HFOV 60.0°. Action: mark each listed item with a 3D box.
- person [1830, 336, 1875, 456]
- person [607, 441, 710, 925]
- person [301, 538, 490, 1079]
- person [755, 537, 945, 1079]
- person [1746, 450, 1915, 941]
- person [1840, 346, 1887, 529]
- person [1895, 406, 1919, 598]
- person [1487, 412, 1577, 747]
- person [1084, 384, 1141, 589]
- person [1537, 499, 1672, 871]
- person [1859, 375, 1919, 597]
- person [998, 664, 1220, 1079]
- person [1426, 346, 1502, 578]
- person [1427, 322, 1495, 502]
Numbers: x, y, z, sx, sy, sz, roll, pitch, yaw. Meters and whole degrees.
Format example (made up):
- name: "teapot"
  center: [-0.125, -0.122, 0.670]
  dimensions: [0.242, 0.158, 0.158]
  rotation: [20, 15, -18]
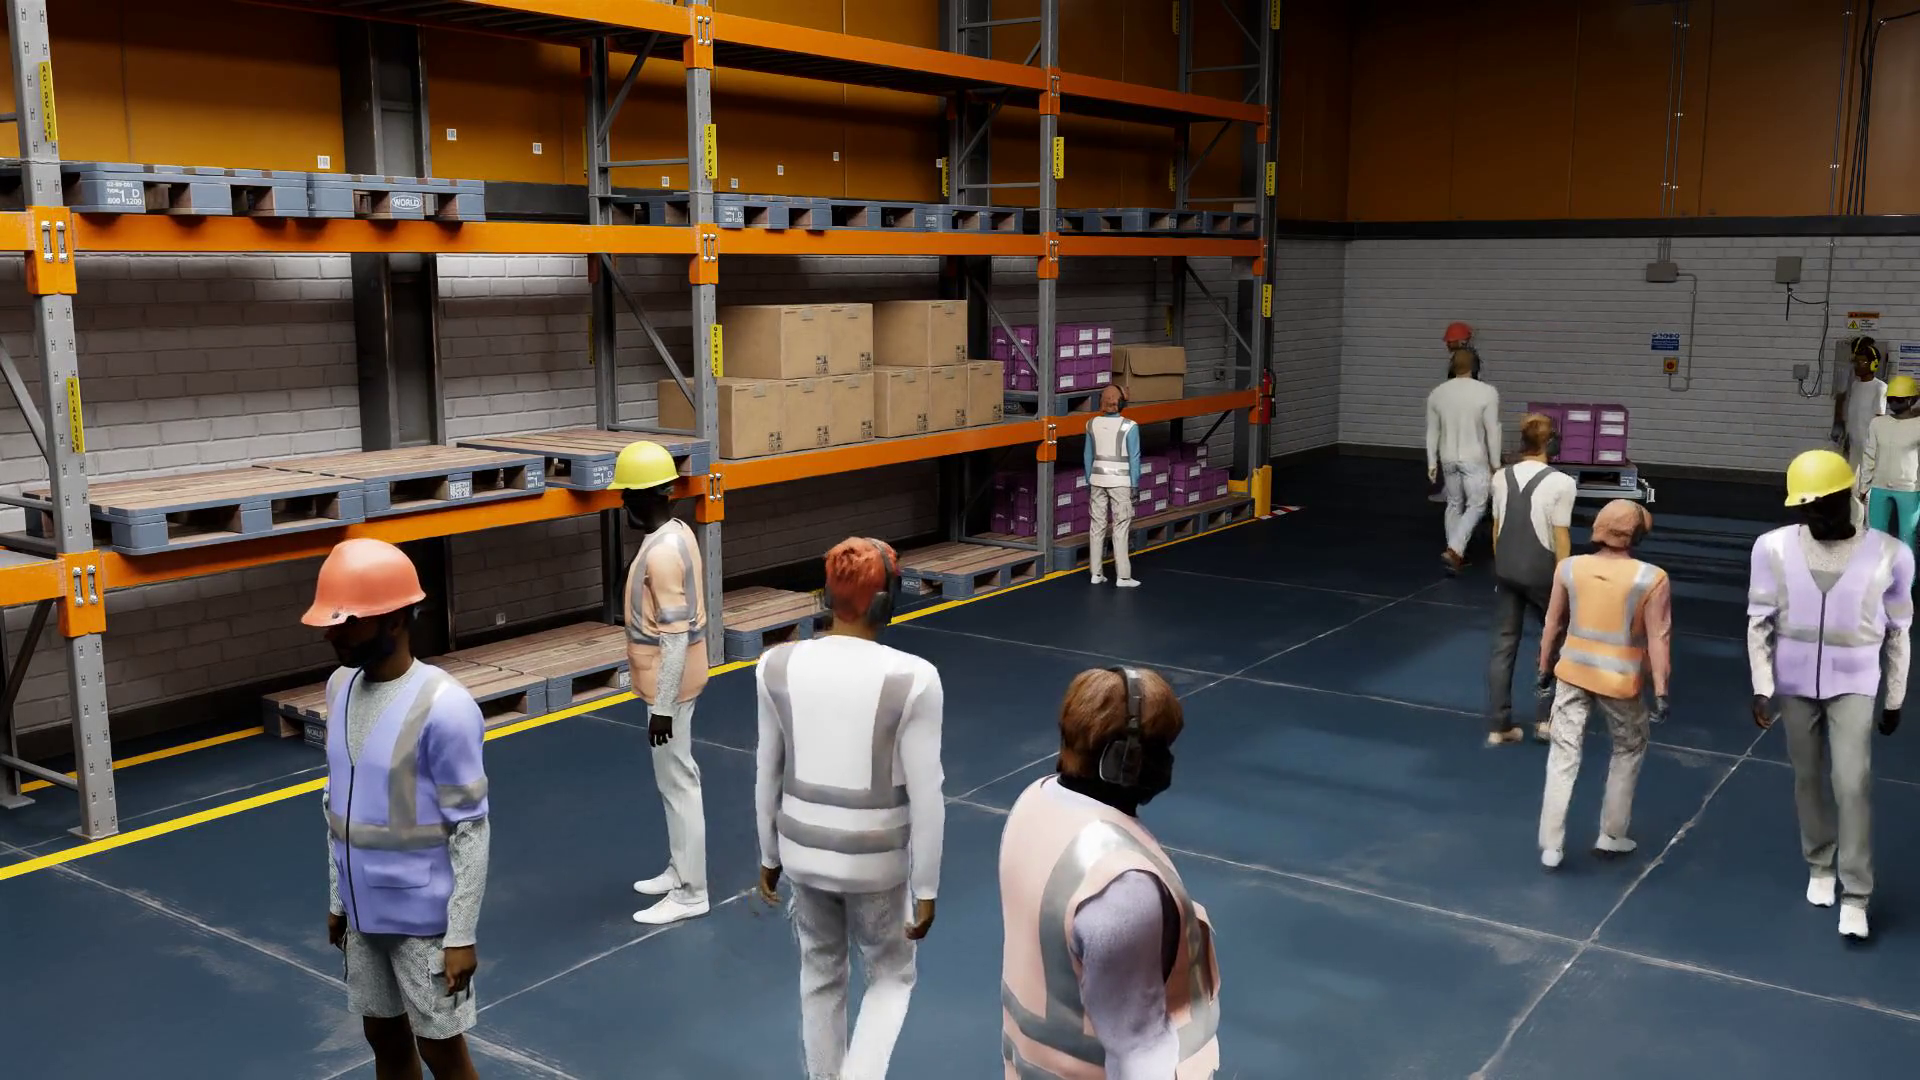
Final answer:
- name: "person"
  center: [9.557, -1.229, 17.595]
  dimensions: [0.555, 1.822, 0.941]
  rotation: [-8, 13, -40]
- name: "person"
  center: [-1.190, 0.565, 6.618]
  dimensions: [0.379, 1.922, 0.592]
  rotation: [-1, 10, -8]
- name: "person"
  center: [-1.471, 0.947, 4.310]
  dimensions: [0.552, 1.933, 0.372]
  rotation: [6, 11, 33]
- name: "person"
  center: [-0.338, 0.924, 4.670]
  dimensions: [0.600, 1.871, 0.539]
  rotation: [3, 10, 16]
- name: "person"
  center: [3.395, 0.593, 6.581]
  dimensions: [0.585, 1.874, 0.853]
  rotation: [7, 12, 35]
- name: "person"
  center: [8.247, -0.842, 15.206]
  dimensions: [0.319, 1.862, 0.518]
  rotation: [0, 10, 1]
- name: "person"
  center: [7.529, -0.415, 12.816]
  dimensions: [0.591, 1.808, 0.522]
  rotation: [5, 11, 27]
- name: "person"
  center: [3.144, 0.214, 9.036]
  dimensions: [0.718, 1.819, 0.520]
  rotation: [-8, 12, -40]
- name: "person"
  center: [1.222, -0.431, 13.391]
  dimensions: [0.515, 1.641, 0.315]
  rotation: [8, 12, 38]
- name: "person"
  center: [2.792, 0.622, 7.202]
  dimensions: [0.618, 1.606, 0.682]
  rotation: [8, 13, 41]
- name: "person"
  center: [7.158, -0.382, 12.740]
  dimensions: [0.329, 1.765, 0.533]
  rotation: [-7, 12, -34]
- name: "person"
  center: [0.304, 1.153, 3.376]
  dimensions: [0.429, 1.840, 0.624]
  rotation: [-3, 10, -15]
- name: "person"
  center: [4.189, -0.651, 13.914]
  dimensions: [0.685, 1.943, 0.644]
  rotation: [-9, 13, -42]
- name: "person"
  center: [5.466, -1.372, 18.022]
  dimensions: [0.618, 1.969, 0.631]
  rotation: [2, 10, 13]
